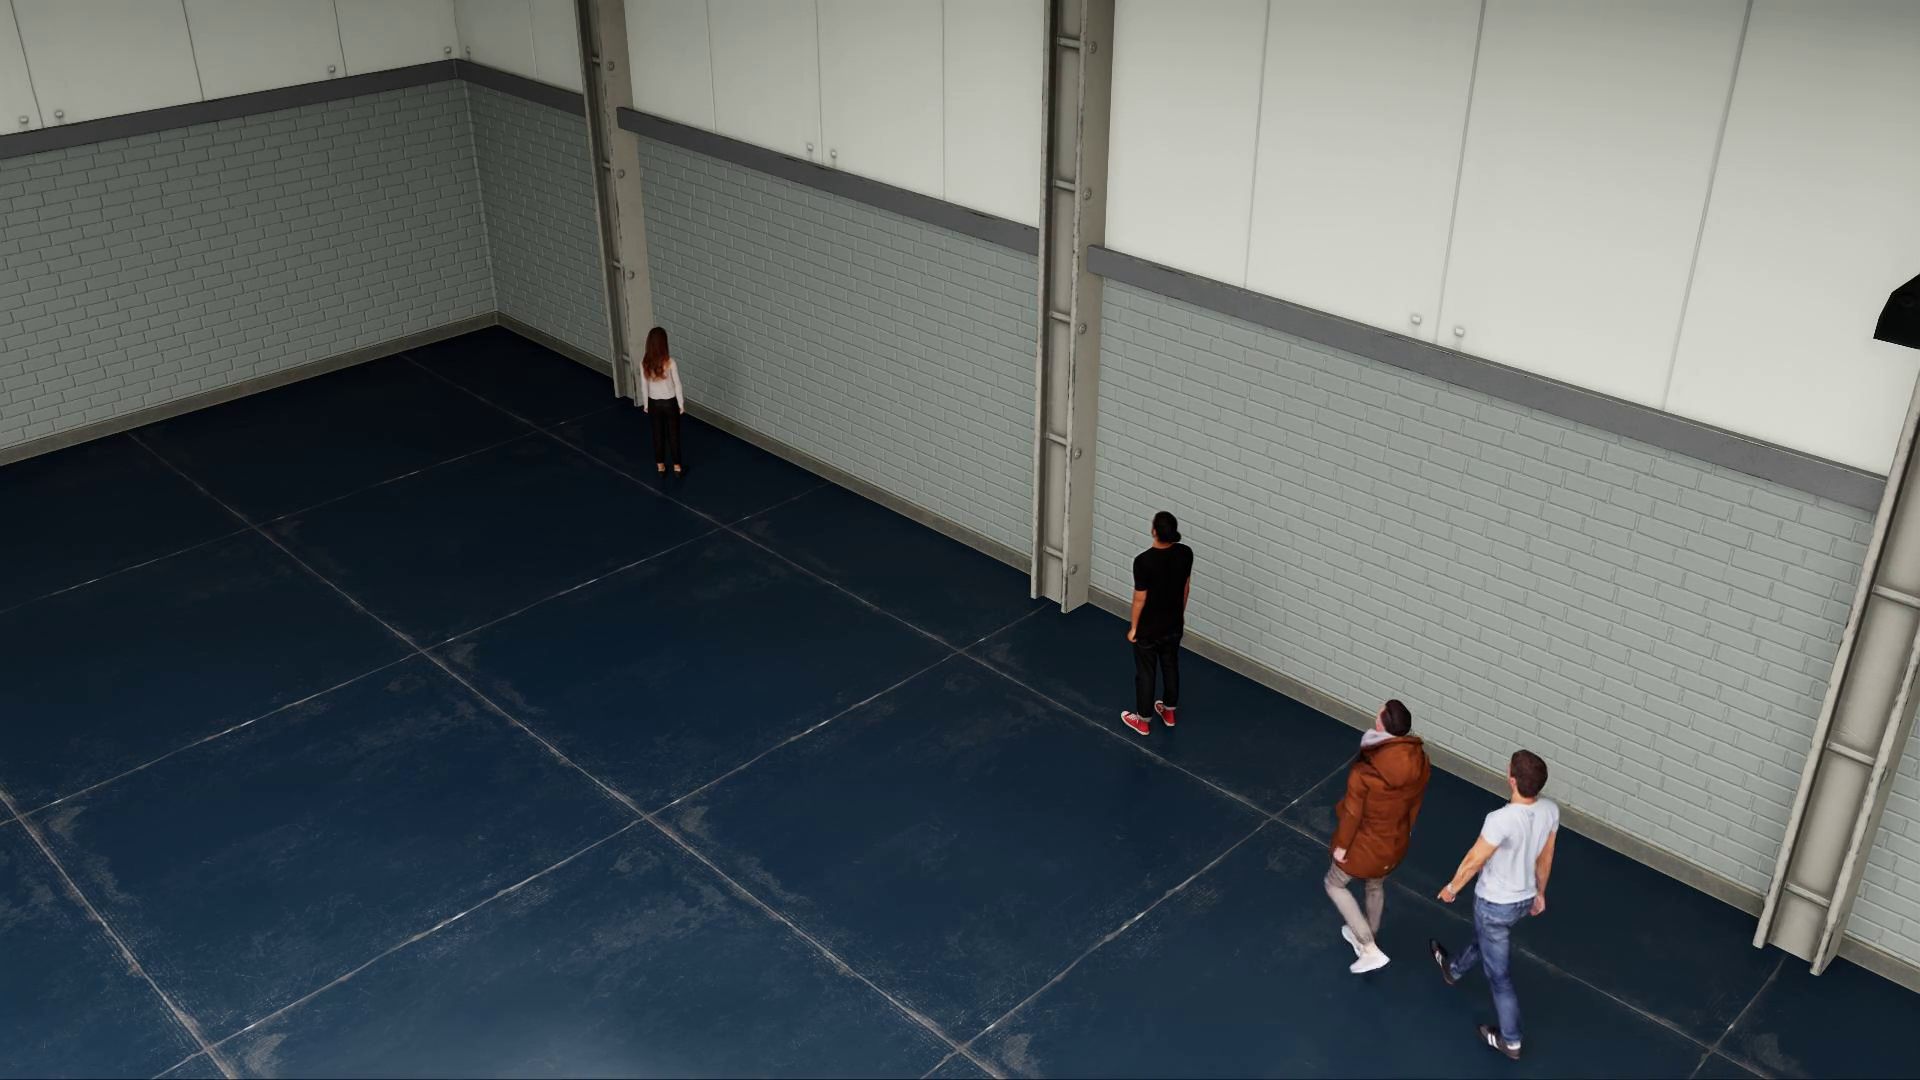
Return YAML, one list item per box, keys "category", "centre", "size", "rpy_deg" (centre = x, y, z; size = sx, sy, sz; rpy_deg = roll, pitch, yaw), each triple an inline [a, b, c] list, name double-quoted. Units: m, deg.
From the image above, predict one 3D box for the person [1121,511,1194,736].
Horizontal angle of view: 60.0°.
- category: "person"
  centre: [1.410, 0.575, 11.806]
  size: [0.699, 1.757, 0.689]
  rpy_deg: [-14, 31, -24]

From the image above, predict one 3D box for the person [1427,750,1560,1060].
- category: "person"
  centre: [3.014, 2.018, 9.020]
  size: [0.858, 1.829, 1.181]
  rpy_deg: [-15, 32, -26]

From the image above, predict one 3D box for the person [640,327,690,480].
- category: "person"
  centre: [-2.777, -1.272, 15.564]
  size: [0.602, 1.484, 0.679]
  rpy_deg: [3, 28, 5]

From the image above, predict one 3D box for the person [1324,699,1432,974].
- category: "person"
  centre: [2.411, 1.754, 9.519]
  size: [0.858, 1.826, 0.930]
  rpy_deg: [-13, 31, -23]
